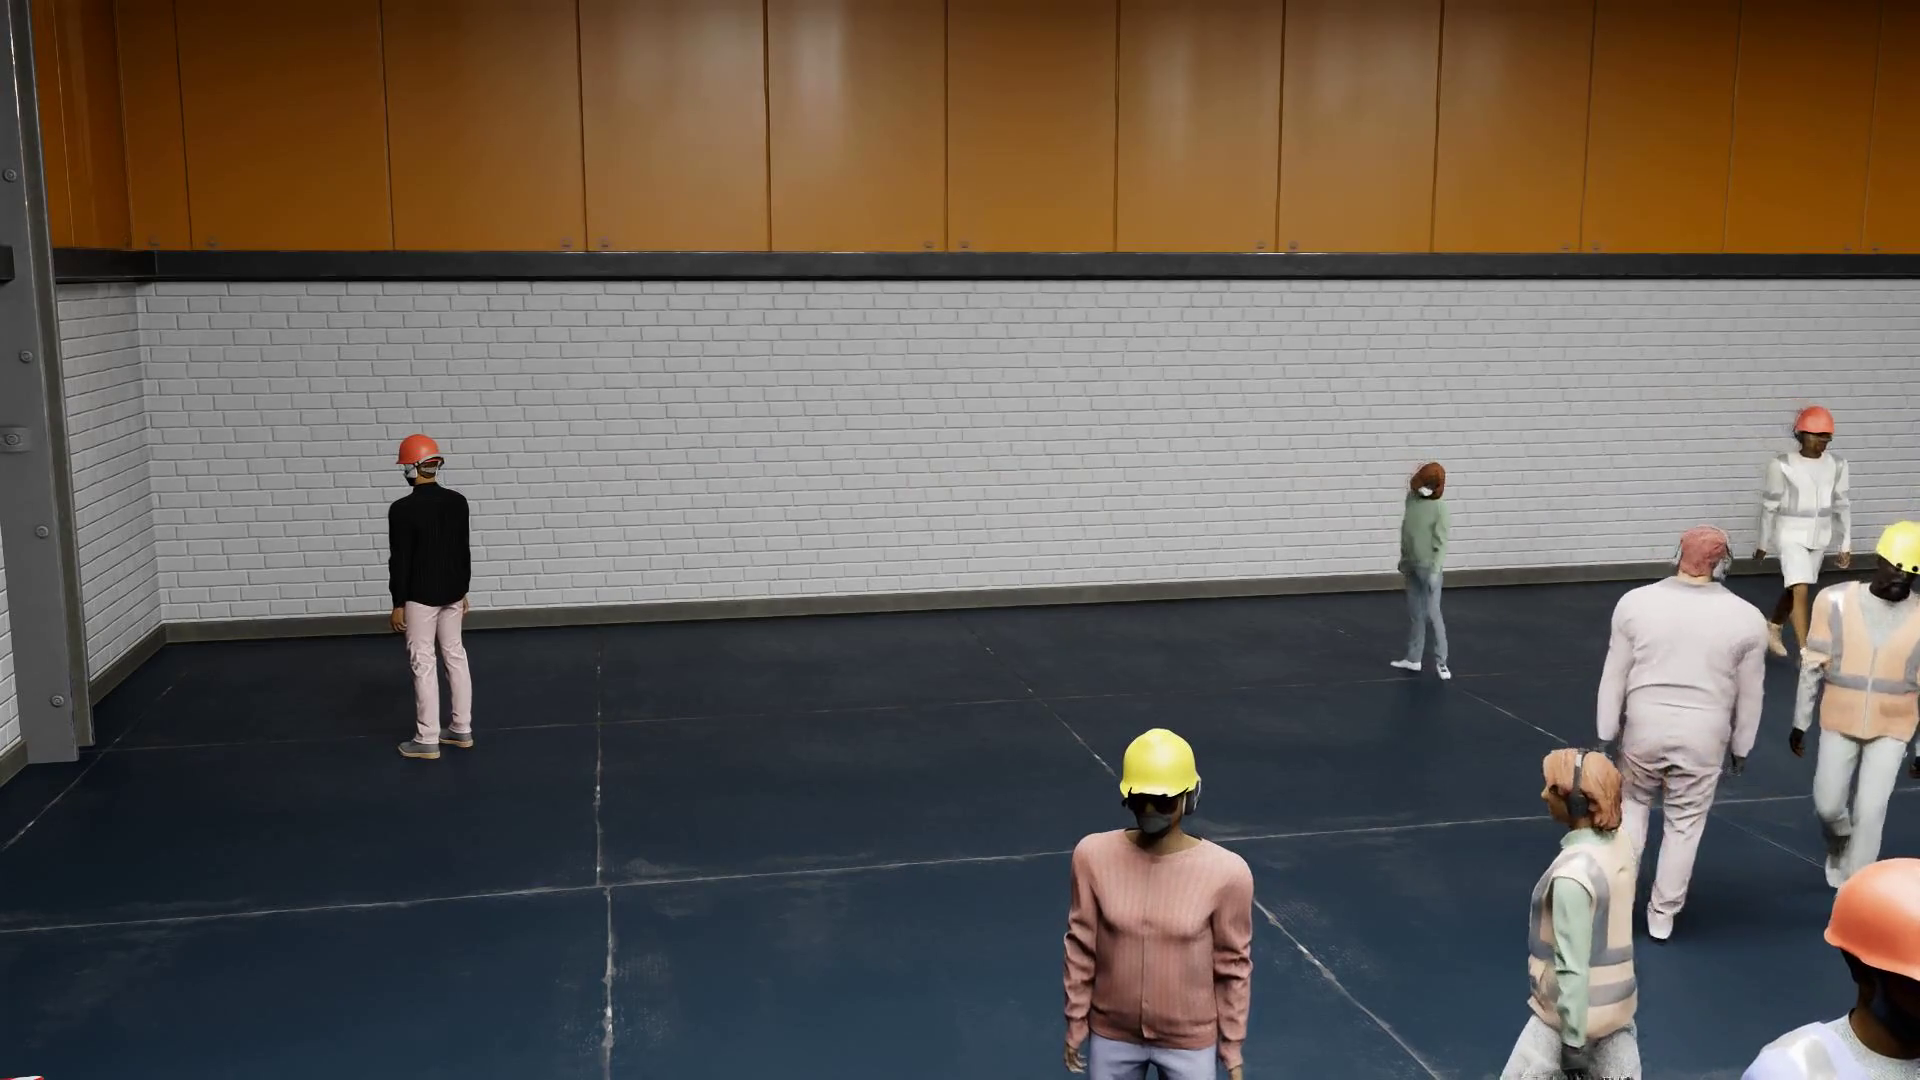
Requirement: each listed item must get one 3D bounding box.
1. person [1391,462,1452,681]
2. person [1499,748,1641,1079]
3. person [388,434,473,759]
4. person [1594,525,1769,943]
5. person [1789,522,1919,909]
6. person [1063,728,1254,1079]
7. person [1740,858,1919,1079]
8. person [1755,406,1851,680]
[{"bbox_3d":[3.385,0.208,12.234,0.308,1.612,0.598,-3,10,-18],"label":"person"},{"bbox_3d":[1.800,1.396,5.026,0.825,1.596,0.522,8,12,41],"label":"person"},{"bbox_3d":[-3.275,0.341,10.269,0.402,1.989,0.615,5,10,27],"label":"person"},{"bbox_3d":[3.188,0.866,7.397,0.685,1.881,0.414,5,10,26],"label":"person"},{"bbox_3d":[4.141,0.827,7.583,0.632,1.893,0.642,6,11,32],"label":"person"},{"bbox_3d":[0.536,1.378,4.612,0.523,1.769,0.321,3,10,17],"label":"person"},{"bbox_3d":[1.710,1.530,3.158,0.543,1.939,0.370,-4,10,-24],"label":"person"},{"bbox_3d":[6.319,-0.022,12.490,0.622,1.993,1.079,-1,9,-4],"label":"person"}]
